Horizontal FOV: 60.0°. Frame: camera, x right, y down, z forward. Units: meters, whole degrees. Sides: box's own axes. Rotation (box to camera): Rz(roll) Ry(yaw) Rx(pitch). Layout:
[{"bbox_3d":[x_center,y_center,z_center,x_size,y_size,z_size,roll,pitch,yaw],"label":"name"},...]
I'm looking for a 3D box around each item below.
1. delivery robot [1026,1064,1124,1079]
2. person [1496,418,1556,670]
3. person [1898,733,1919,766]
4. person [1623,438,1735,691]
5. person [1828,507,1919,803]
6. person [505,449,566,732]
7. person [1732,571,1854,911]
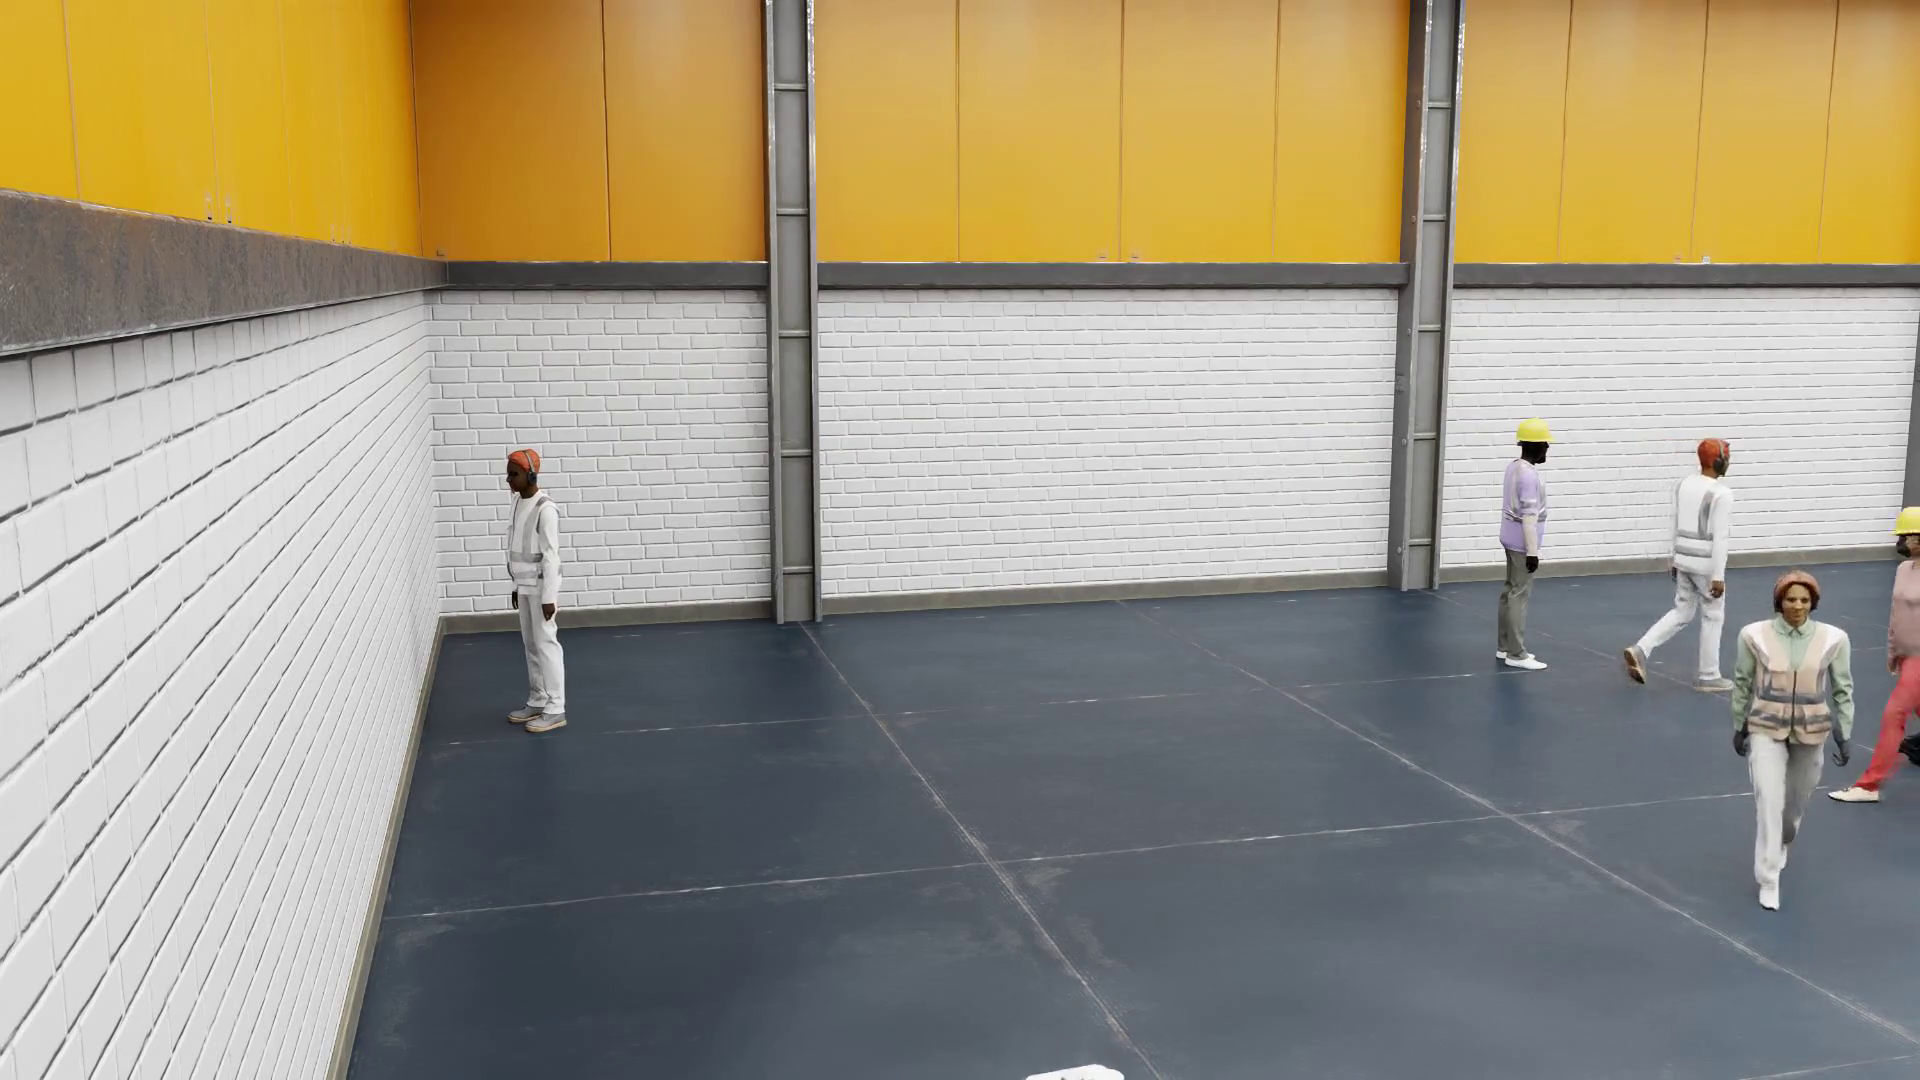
[{"bbox_3d":[0.455,1.889,5.162,0.477,0.478,0.707,-3,10,-20],"label":"delivery robot"},{"bbox_3d":[4.359,0.022,12.834,0.369,1.928,0.586,1,9,6],"label":"person"},{"bbox_3d":[6.139,0.519,9.922,0.554,1.866,1.015,-4,10,-21],"label":"person"},{"bbox_3d":[5.262,0.189,12.001,0.762,1.866,0.590,-2,9,-13],"label":"person"},{"bbox_3d":[5.508,0.662,9.523,0.906,1.716,0.527,0,9,2],"label":"person"},{"bbox_3d":[-2.835,0.327,11.087,0.345,1.879,0.579,-6,11,-34],"label":"person"},{"bbox_3d":[4.074,0.929,8.174,0.524,1.604,0.813,3,10,19],"label":"person"}]
